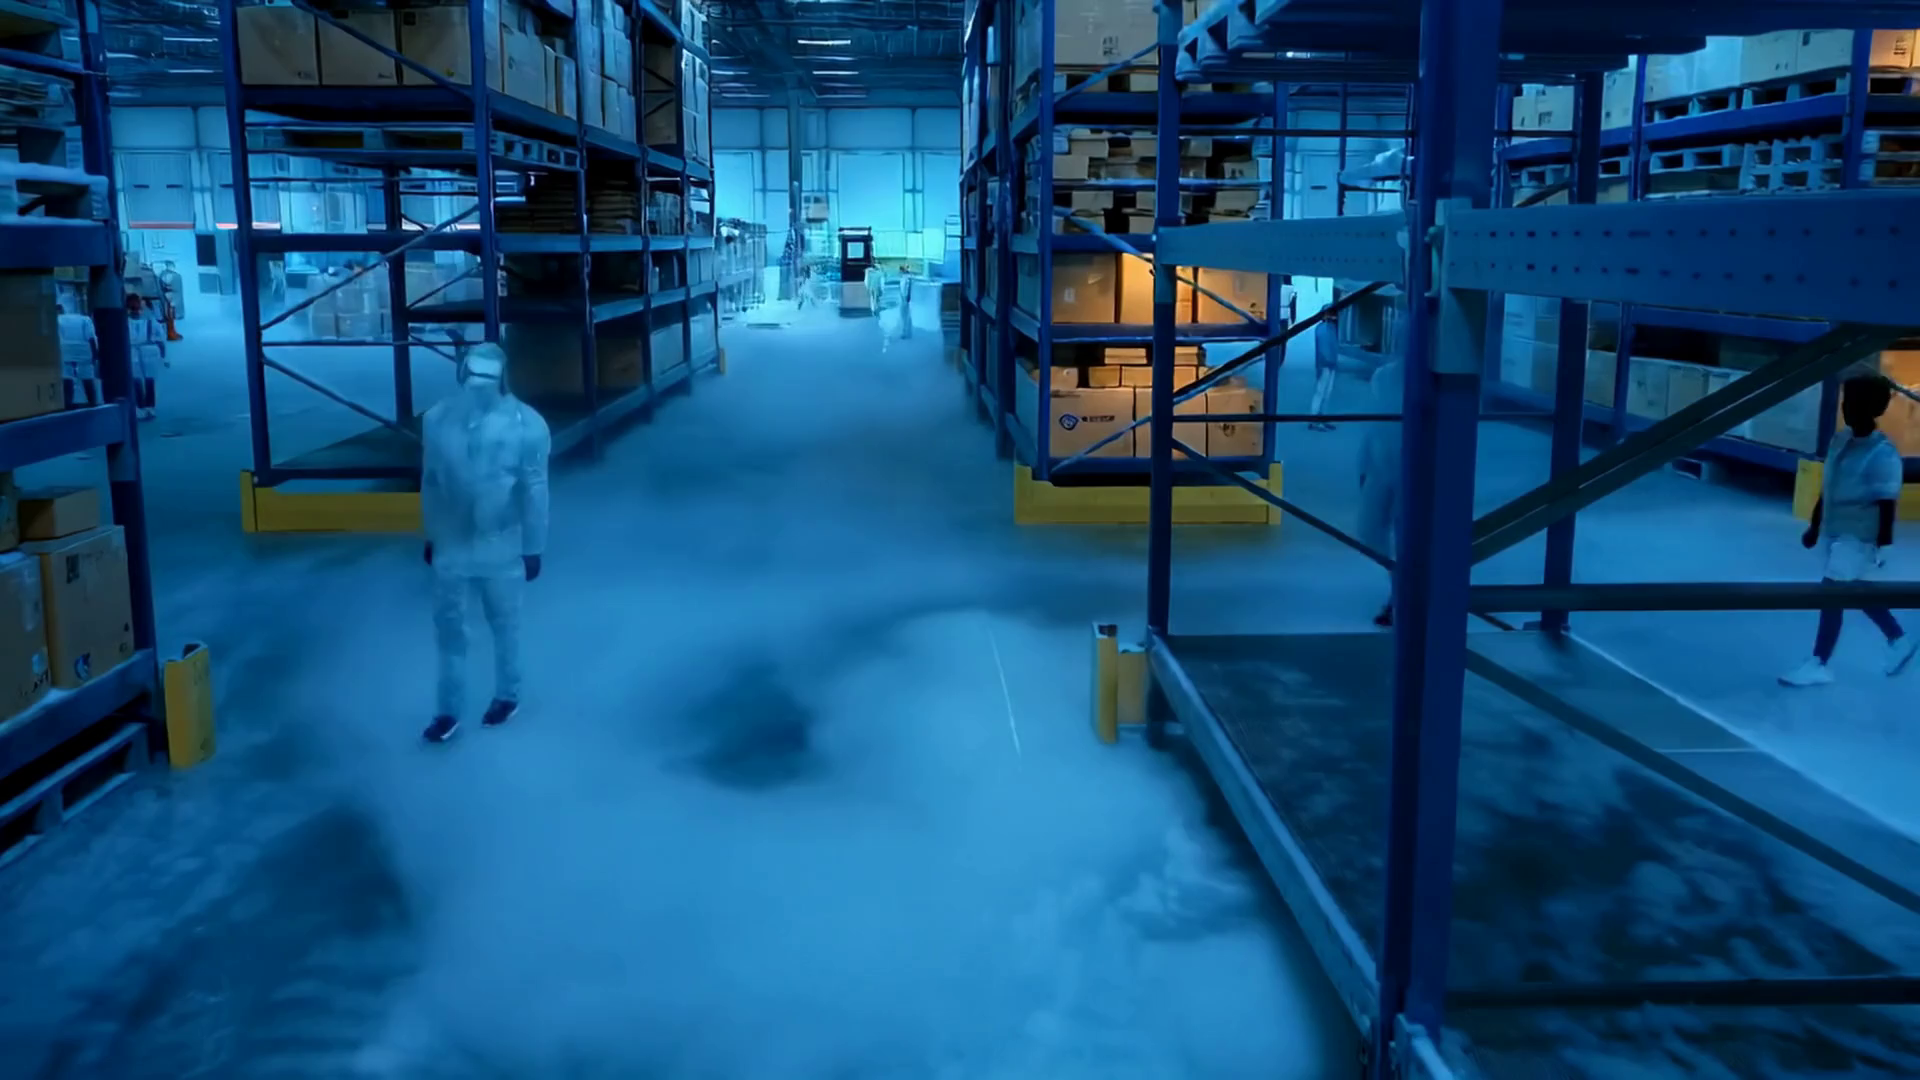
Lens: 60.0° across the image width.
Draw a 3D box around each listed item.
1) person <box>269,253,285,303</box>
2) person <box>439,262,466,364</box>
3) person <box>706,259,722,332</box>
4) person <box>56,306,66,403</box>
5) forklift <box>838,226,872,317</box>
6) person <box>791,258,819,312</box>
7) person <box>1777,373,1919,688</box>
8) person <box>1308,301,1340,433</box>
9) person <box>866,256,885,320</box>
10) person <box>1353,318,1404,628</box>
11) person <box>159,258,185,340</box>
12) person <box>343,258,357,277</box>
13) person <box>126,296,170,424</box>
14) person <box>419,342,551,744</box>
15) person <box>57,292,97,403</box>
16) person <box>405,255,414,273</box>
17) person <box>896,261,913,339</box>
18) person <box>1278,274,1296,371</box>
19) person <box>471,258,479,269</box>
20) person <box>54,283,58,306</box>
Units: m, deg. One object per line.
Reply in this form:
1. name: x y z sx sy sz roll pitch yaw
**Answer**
1. person: -26.252 -10.092 63.988 0.457 1.924 0.619 6 12 29
2. person: -9.734 -4.348 31.939 0.500 1.942 0.624 0 10 -2
3. person: -6.393 -6.307 42.996 0.485 1.896 0.629 -2 10 -10
4. person: -12.288 -2.558 22.432 0.614 1.788 0.940 1 10 4
5. forklift: -3.235 -8.364 51.715 1.129 2.768 1.873 0 10 -2
6. person: -5.148 -8.517 55.603 0.960 1.798 0.526 0 10 -1
7. person: 4.772 -0.050 8.769 0.787 1.668 0.531 0 10 1
8. person: 4.500 -2.127 20.477 0.287 1.623 0.500 7 13 36
9. person: -2.574 -7.552 49.877 0.655 1.920 0.646 -8 13 -39
10. person: 2.701 -0.413 10.161 0.454 1.892 0.672 -6 12 -31
11. person: -18.884 -5.764 39.846 0.349 1.940 0.551 3 11 16
12. person: -18.227 -7.510 49.820 0.503 1.861 0.328 4 11 22
13. person: -10.622 -2.345 21.615 0.631 1.635 0.882 -5 11 -24
14. person: -2.273 0.014 7.840 0.670 1.871 0.805 1 10 6
15. person: -11.496 -2.364 21.599 0.532 1.693 0.319 -6 12 -30
16. person: -20.704 -9.781 62.560 0.430 1.837 0.620 -6 12 -31
17. person: -1.319 -5.758 40.012 0.329 1.872 0.507 -6 12 -29
18. person: 5.776 -4.015 30.209 0.638 1.898 0.473 0 10 1
19. person: -18.796 -10.138 64.871 0.497 1.715 0.686 6 12 29
20. person: -16.291 -3.881 29.922 0.852 1.724 0.548 4 11 22
